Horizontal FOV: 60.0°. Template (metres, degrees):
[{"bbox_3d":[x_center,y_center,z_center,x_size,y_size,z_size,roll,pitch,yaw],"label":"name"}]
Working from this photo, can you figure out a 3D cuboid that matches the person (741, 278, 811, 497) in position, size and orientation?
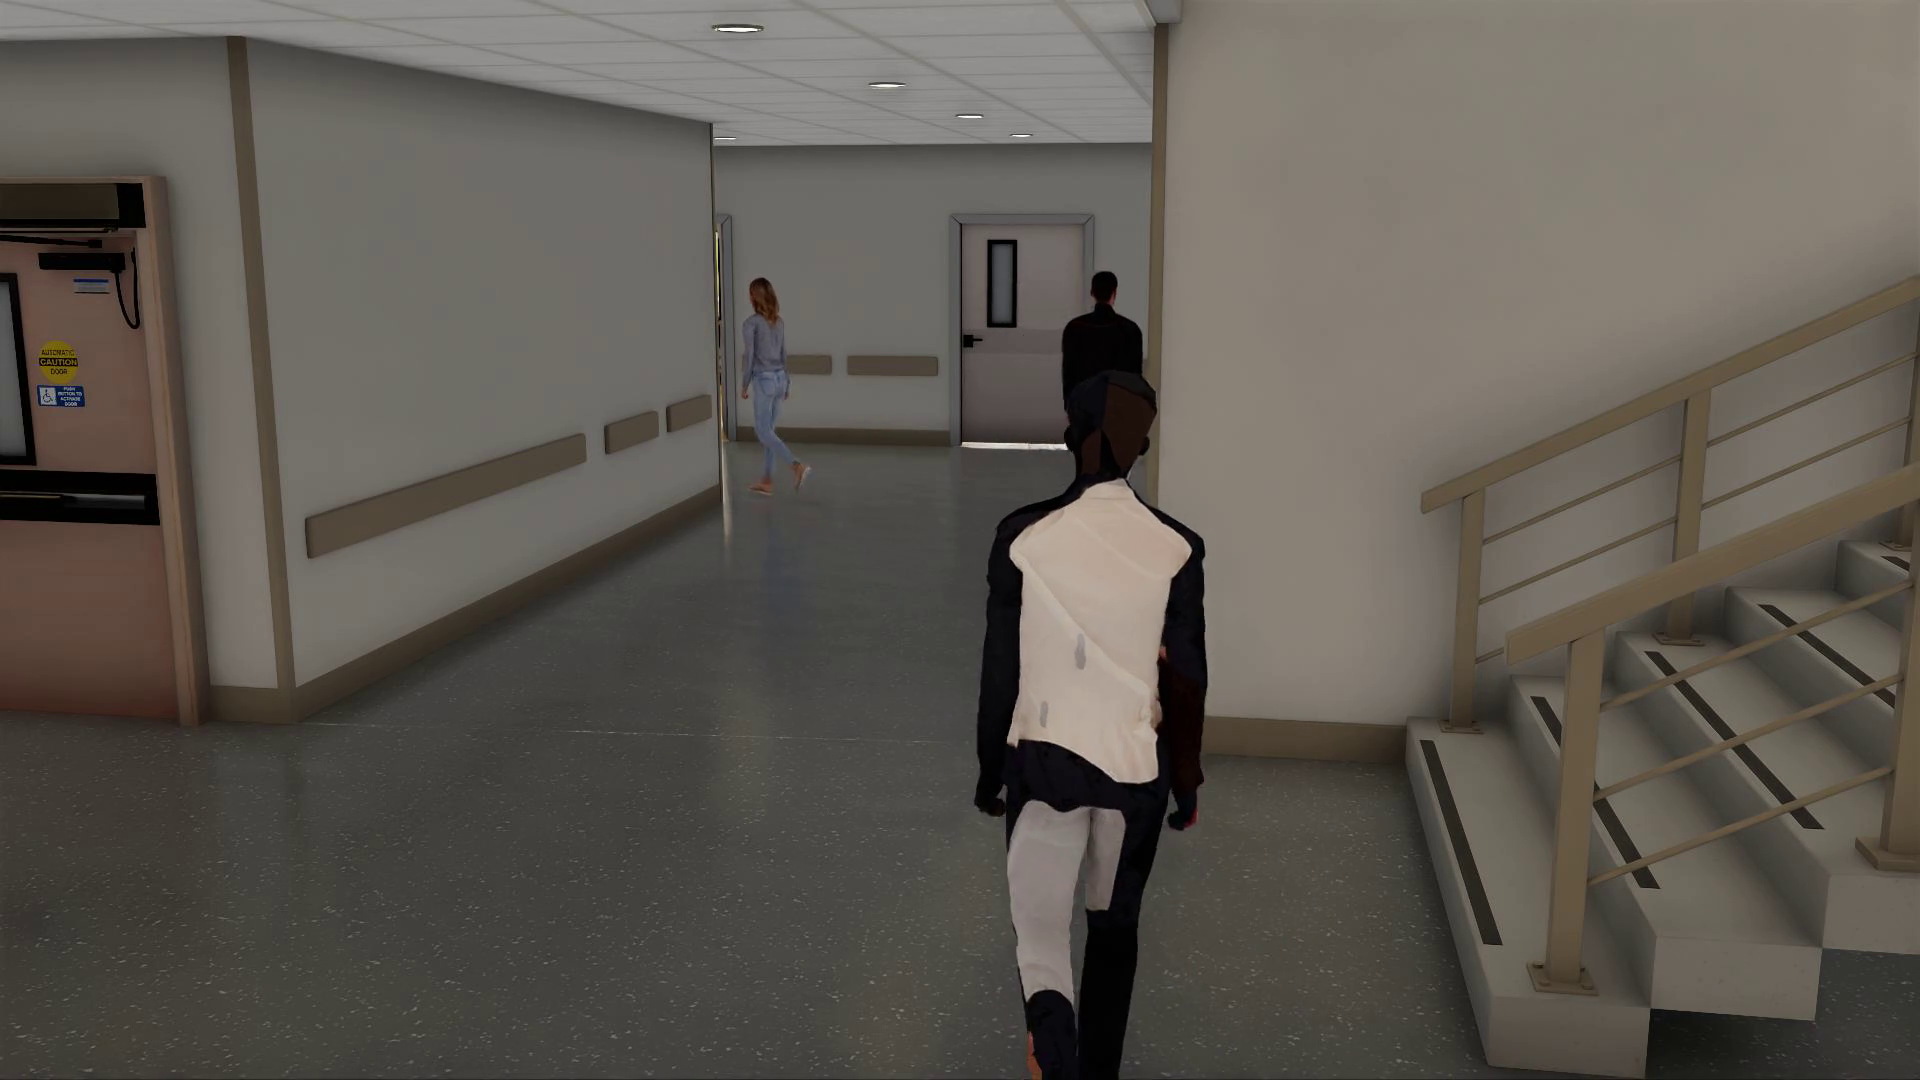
[{"bbox_3d":[-1.501,-1.207,13.442,1.063,1.778,0.873,9,14,39],"label":"person"}]

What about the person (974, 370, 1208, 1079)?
[{"bbox_3d":[0.290,0.570,3.825,1.011,1.872,0.844,0,11,3],"label":"person"}]

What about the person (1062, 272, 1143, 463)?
[{"bbox_3d":[0.949,-0.830,11.180,0.915,1.881,0.816,3,11,18],"label":"person"}]
